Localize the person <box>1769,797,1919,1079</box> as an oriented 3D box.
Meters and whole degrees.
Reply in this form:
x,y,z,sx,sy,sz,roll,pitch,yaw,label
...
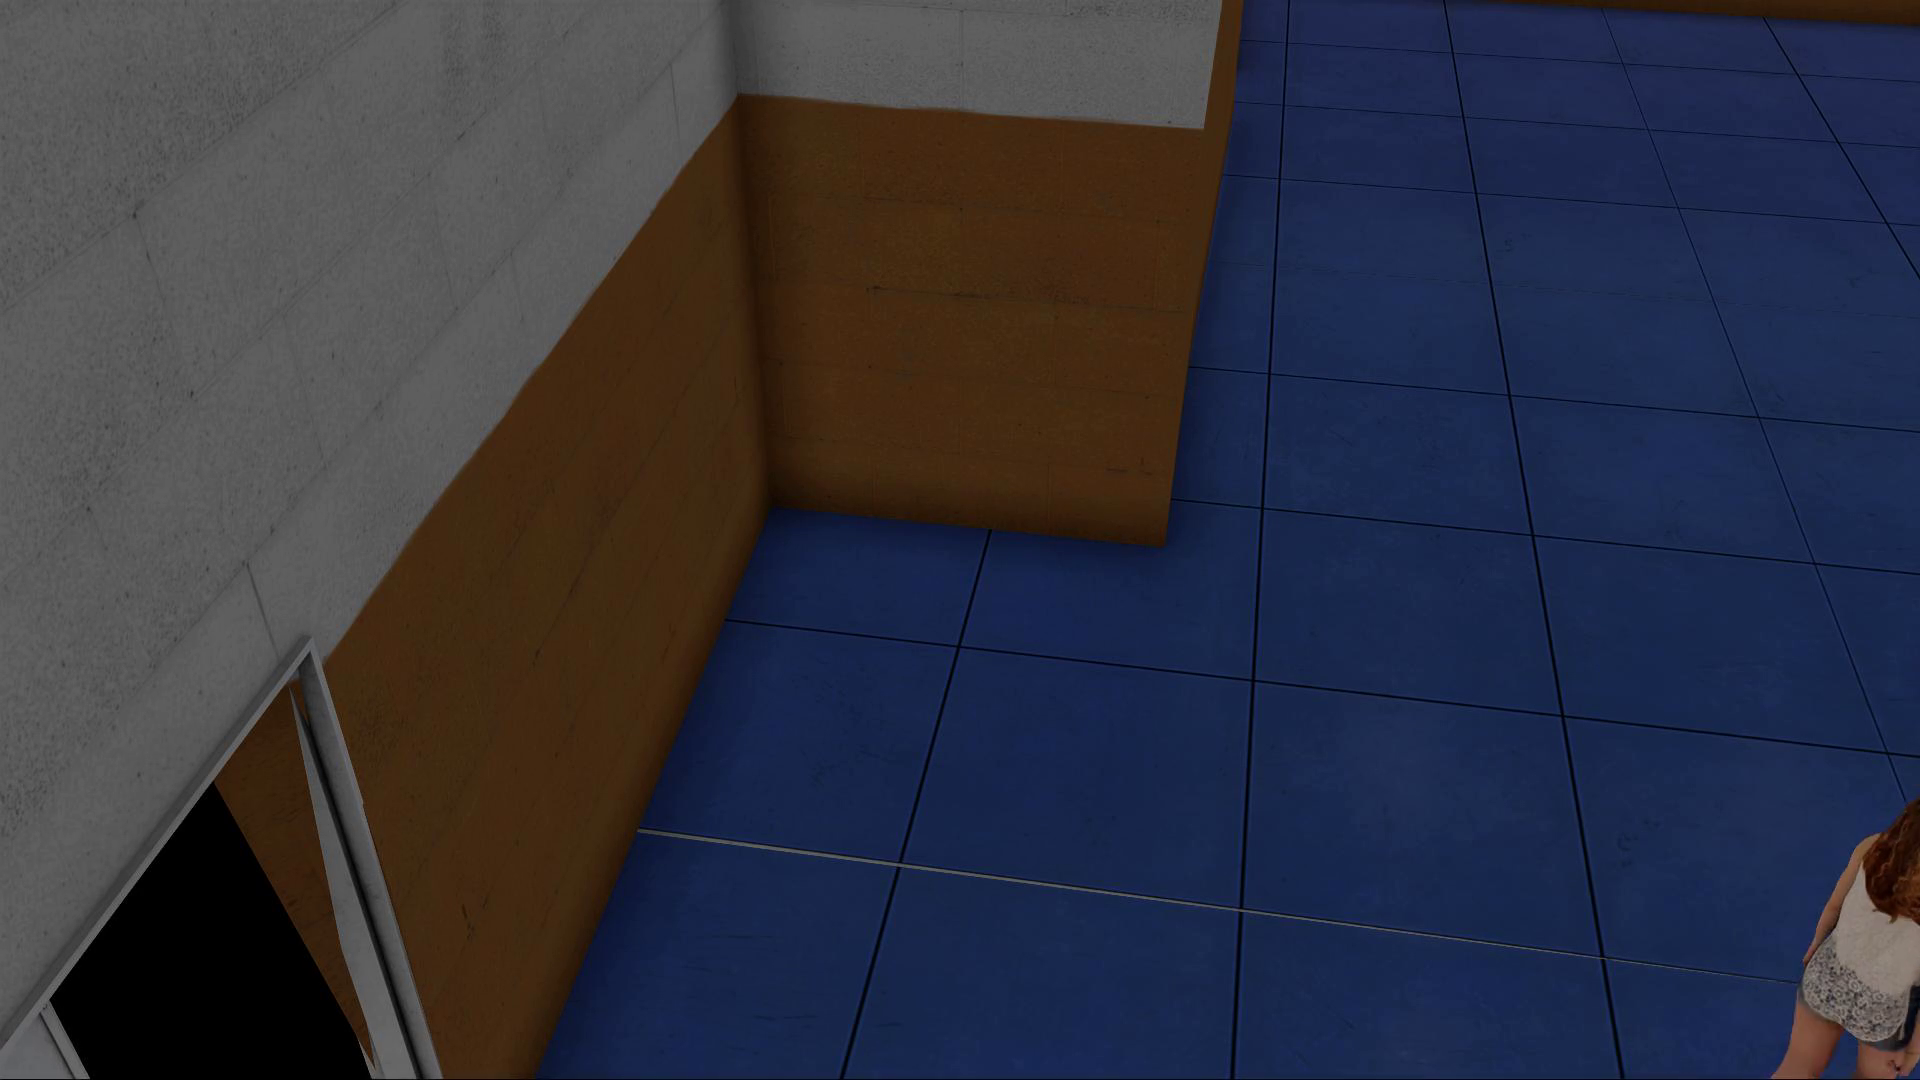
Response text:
x,y,z,sx,sy,sz,roll,pitch,yaw,label
2.583,1.419,4.908,0.803,1.743,0.743,-24,43,-28,person
